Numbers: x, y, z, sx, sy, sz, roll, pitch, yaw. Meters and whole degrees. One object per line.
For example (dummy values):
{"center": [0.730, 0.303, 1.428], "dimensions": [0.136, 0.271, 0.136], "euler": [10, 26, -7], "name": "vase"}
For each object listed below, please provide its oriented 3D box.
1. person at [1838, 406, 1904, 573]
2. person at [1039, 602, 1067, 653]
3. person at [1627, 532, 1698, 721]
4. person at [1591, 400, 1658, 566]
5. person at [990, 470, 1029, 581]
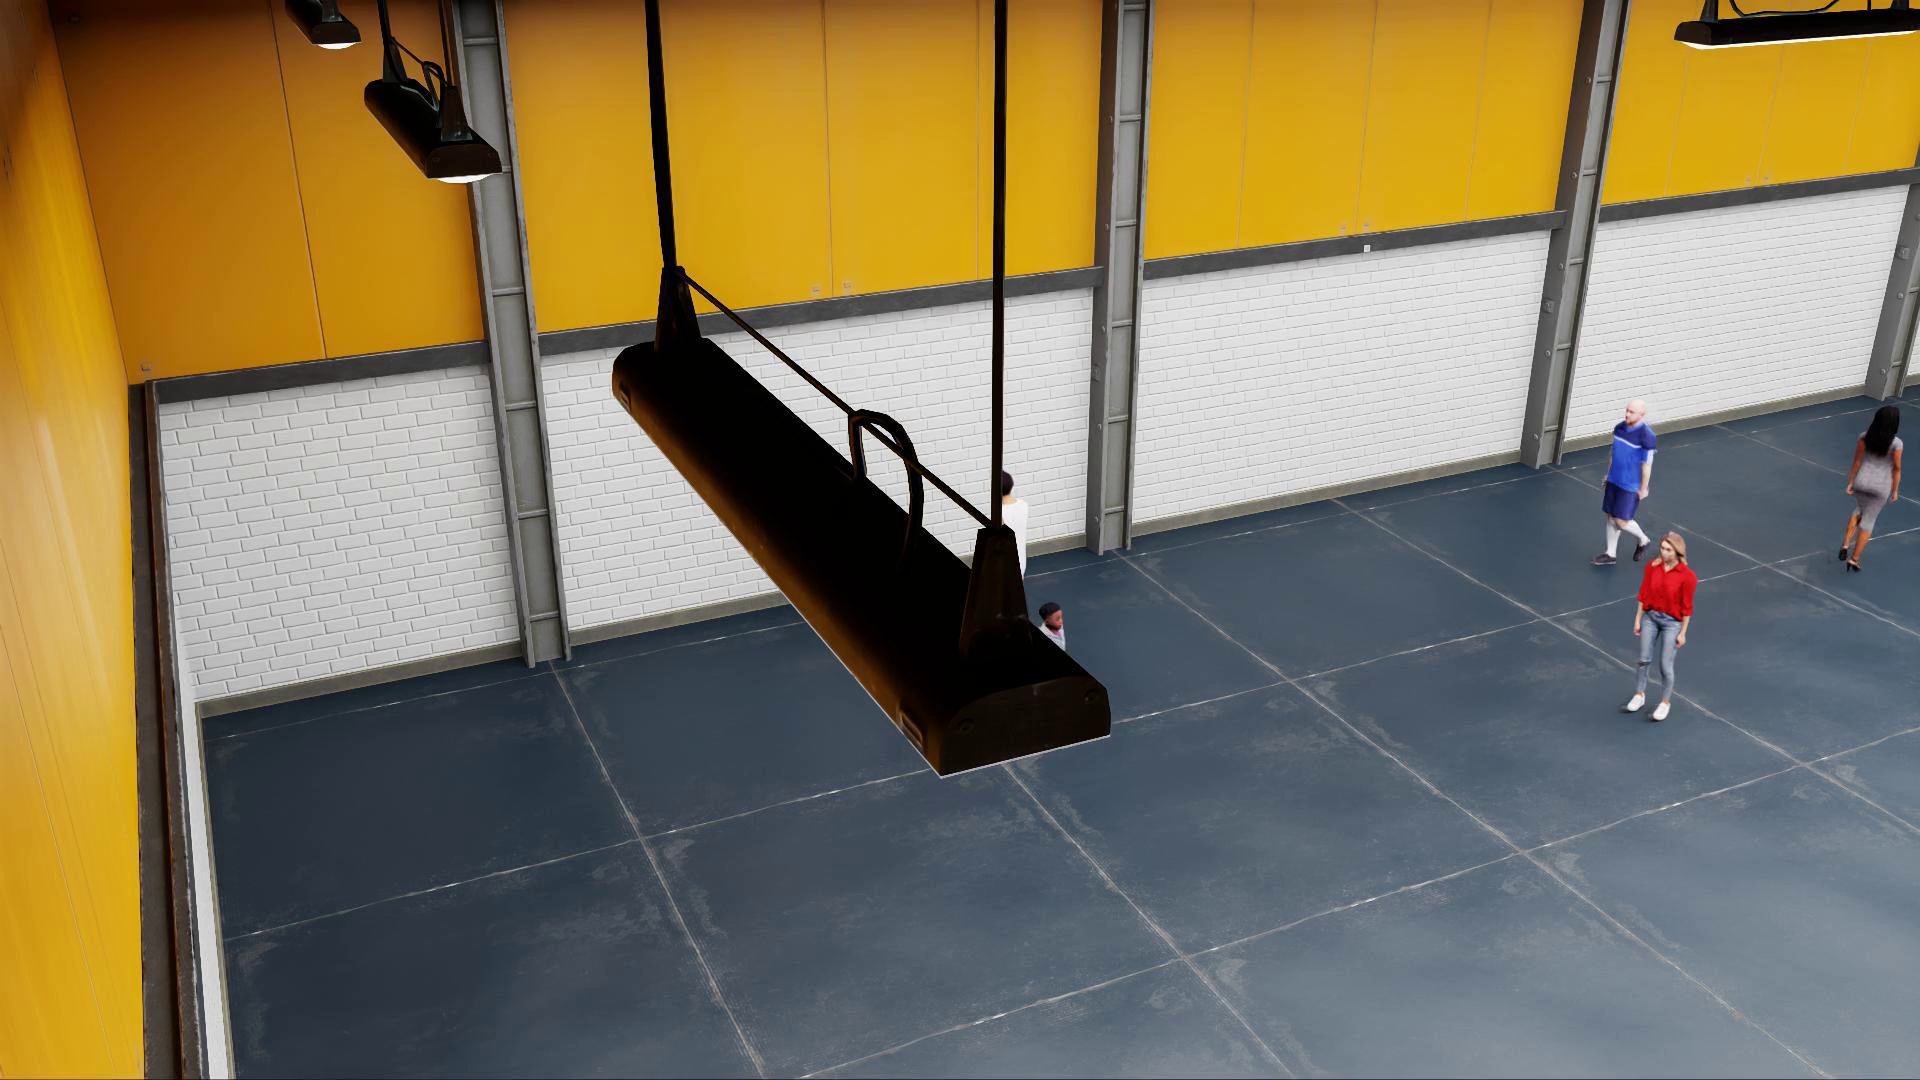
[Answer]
{"center": [9.218, -0.488, 16.898], "dimensions": [0.655, 1.772, 0.645], "euler": [-16, 28, -32], "name": "person"}
{"center": [0.718, 1.081, 13.967], "dimensions": [0.753, 1.245, 0.790], "euler": [17, 29, 34], "name": "person"}
{"center": [6.014, 0.721, 14.228], "dimensions": [0.691, 1.695, 0.645], "euler": [20, 31, 38], "name": "person"}
{"center": [6.890, -0.586, 17.050], "dimensions": [0.828, 1.829, 0.711], "euler": [-8, 25, -18], "name": "person"}
{"center": [0.435, 0.221, 15.260], "dimensions": [0.785, 1.784, 0.650], "euler": [18, 29, 35], "name": "person"}
